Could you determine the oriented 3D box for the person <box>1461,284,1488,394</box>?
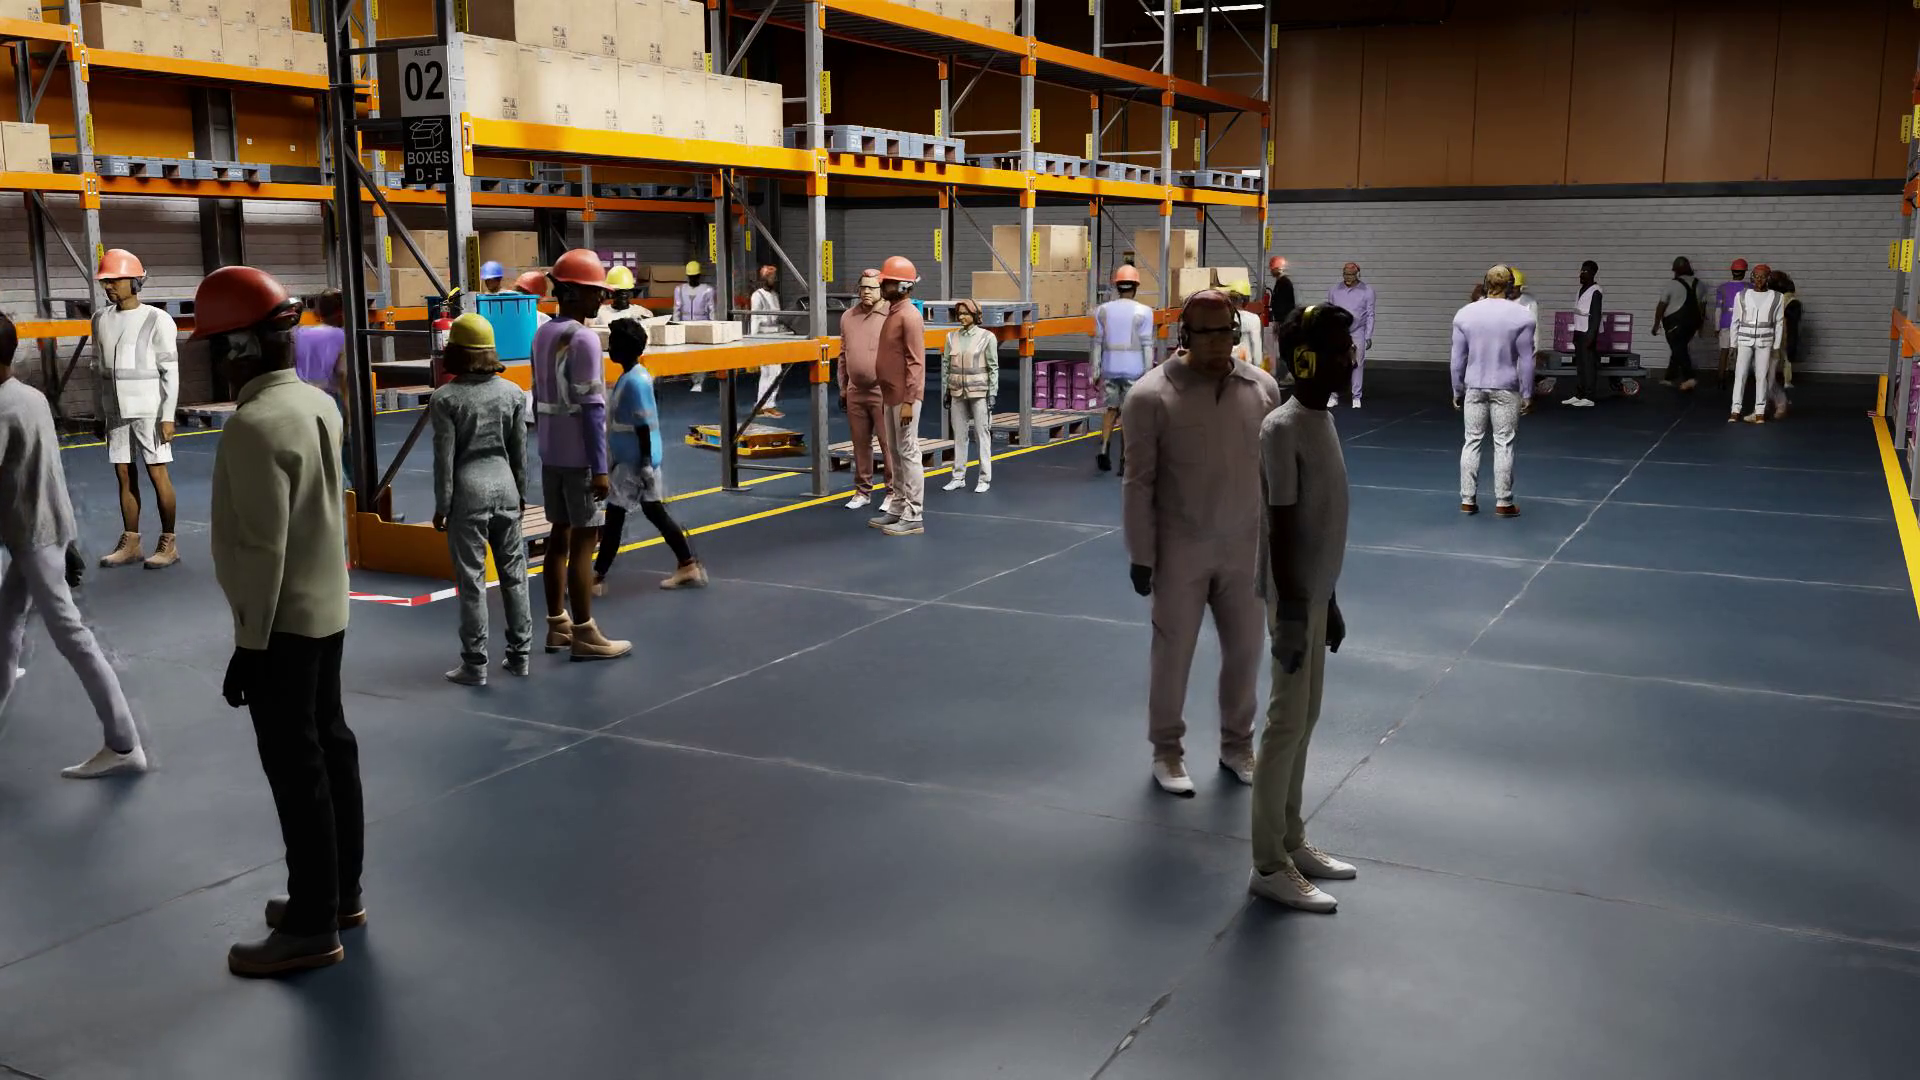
[{"bbox_3d":[7.308,-2.847,23.649,0.525,1.597,0.808,1,10,5],"label":"person"}]

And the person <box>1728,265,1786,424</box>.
[{"bbox_3d":[9.460,-2.322,19.778,0.574,1.883,0.355,5,11,27],"label":"person"}]

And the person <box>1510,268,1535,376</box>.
[{"bbox_3d":[7.321,-2.693,22.124,0.640,1.820,0.403,-2,10,-11],"label":"person"}]

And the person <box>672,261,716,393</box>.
[{"bbox_3d":[-3.857,-3.056,24.005,0.597,1.891,0.866,1,10,7],"label":"person"}]

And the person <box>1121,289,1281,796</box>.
[{"bbox_3d":[0.926,0.014,6.245,0.652,1.899,0.399,-3,10,-16],"label":"person"}]

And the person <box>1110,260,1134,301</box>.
[{"bbox_3d":[2.503,-3.132,24.345,0.617,1.931,0.915,7,12,36],"label":"person"}]

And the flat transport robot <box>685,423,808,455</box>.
[{"bbox_3d":[-2.203,-1.044,17.034,0.652,0.197,1.431,-7,12,-35],"label":"flat transport robot"}]

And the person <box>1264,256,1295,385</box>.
[{"bbox_3d":[4.879,-3.357,25.519,0.712,1.957,0.645,-1,10,-6],"label":"person"}]

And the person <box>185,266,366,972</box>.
[{"bbox_3d":[-1.934,0.226,4.726,0.393,1.985,0.611,0,10,-2],"label":"person"}]

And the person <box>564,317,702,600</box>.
[{"bbox_3d":[-1.931,-0.482,9.797,0.849,1.650,0.539,-2,10,-12],"label":"person"}]

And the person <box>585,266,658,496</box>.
[{"bbox_3d":[-2.807,-1.316,13.859,0.588,1.919,0.398,-5,11,-25],"label":"person"}]

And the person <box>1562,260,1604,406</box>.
[{"bbox_3d":[8.308,-2.735,22.055,0.392,1.922,0.591,0,10,-3],"label":"person"}]

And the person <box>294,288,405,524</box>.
[{"bbox_3d":[-4.414,-0.870,11.692,0.607,1.779,1.015,5,11,25],"label":"person"}]

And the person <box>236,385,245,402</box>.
[{"bbox_3d":[-6.540,-1.555,15.503,0.429,1.830,0.635,3,10,15],"label":"person"}]

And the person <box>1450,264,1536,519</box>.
[{"bbox_3d":[4.075,-1.134,12.735,0.635,1.937,0.354,6,12,33],"label":"person"}]

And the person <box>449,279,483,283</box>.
[{"bbox_3d":[-4.562,-1.594,15.401,0.362,1.935,0.553,-10,14,-44],"label":"person"}]

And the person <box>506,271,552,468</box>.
[{"bbox_3d":[-3.656,-1.284,13.792,0.608,1.876,0.671,-3,10,-17],"label":"person"}]

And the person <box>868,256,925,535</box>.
[{"bbox_3d":[-0.439,-1.038,12.012,0.375,1.997,0.612,-3,10,-19],"label":"person"}]

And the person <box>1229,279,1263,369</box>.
[{"bbox_3d":[2.840,-1.780,17.014,0.542,1.750,0.390,7,12,36],"label":"person"}]

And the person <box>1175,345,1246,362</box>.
[{"bbox_3d":[1.796,-0.871,11.955,0.547,1.694,0.342,3,10,18],"label":"person"}]

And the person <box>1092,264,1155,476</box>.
[{"bbox_3d":[1.471,-1.516,15.004,0.562,1.919,0.518,5,11,25],"label":"person"}]

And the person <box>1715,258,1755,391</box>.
[{"bbox_3d":[11.357,-3.145,24.376,0.542,1.939,0.366,7,12,37],"label":"person"}]

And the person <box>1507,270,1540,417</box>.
[{"bbox_3d":[6.681,-2.358,20.184,0.462,1.811,0.611,-9,13,-43],"label":"person"}]

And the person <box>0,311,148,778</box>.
[{"bbox_3d":[-3.632,0.042,6.306,0.960,1.814,0.499,-3,10,-18],"label":"person"}]

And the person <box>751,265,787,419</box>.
[{"bbox_3d":[-2.268,-2.415,20.350,0.609,1.864,0.593,3,10,15],"label":"person"}]

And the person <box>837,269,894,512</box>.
[{"bbox_3d":[-0.691,-1.164,13.046,0.642,1.901,0.402,5,11,29],"label":"person"}]

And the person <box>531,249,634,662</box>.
[{"bbox_3d":[-1.900,-0.419,8.311,0.400,2.037,0.610,-7,12,-37],"label":"person"}]

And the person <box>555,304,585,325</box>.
[{"bbox_3d":[-4.076,-1.951,17.835,0.517,1.819,0.538,4,10,20],"label":"person"}]

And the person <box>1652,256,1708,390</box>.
[{"bbox_3d":[10.787,-3.275,24.832,0.694,2.000,1.038,-2,10,-12],"label":"person"}]

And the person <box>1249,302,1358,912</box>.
[{"bbox_3d":[1.091,0.200,5.201,0.328,1.875,0.513,5,11,25],"label":"person"}]

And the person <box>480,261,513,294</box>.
[{"bbox_3d":[-5.050,-2.051,18.067,0.655,1.924,0.659,3,10,15],"label":"person"}]

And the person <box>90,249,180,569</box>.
[{"bbox_3d":[-5.303,-0.829,10.668,0.606,2.044,0.374,2,10,12],"label":"person"}]

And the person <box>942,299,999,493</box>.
[{"bbox_3d":[0.085,-1.215,14.068,0.521,1.638,0.311,6,11,30],"label":"person"}]

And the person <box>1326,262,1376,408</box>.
[{"bbox_3d":[5.071,-2.665,21.712,0.639,1.902,0.406,5,11,25],"label":"person"}]

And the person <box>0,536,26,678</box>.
[{"bbox_3d":[-4.638,-0.097,7.646,0.512,1.619,0.489,2,10,13],"label":"person"}]

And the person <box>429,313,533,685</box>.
[{"bbox_3d":[-2.262,-0.190,7.841,0.314,1.745,0.494,9,14,43],"label":"person"}]

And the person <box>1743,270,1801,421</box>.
[{"bbox_3d":[9.837,-2.345,20.100,0.797,1.819,0.633,-3,10,-17],"label":"person"}]

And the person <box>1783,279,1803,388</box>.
[{"bbox_3d":[12.339,-3.090,24.943,0.509,1.632,0.266,7,12,34],"label":"person"}]
